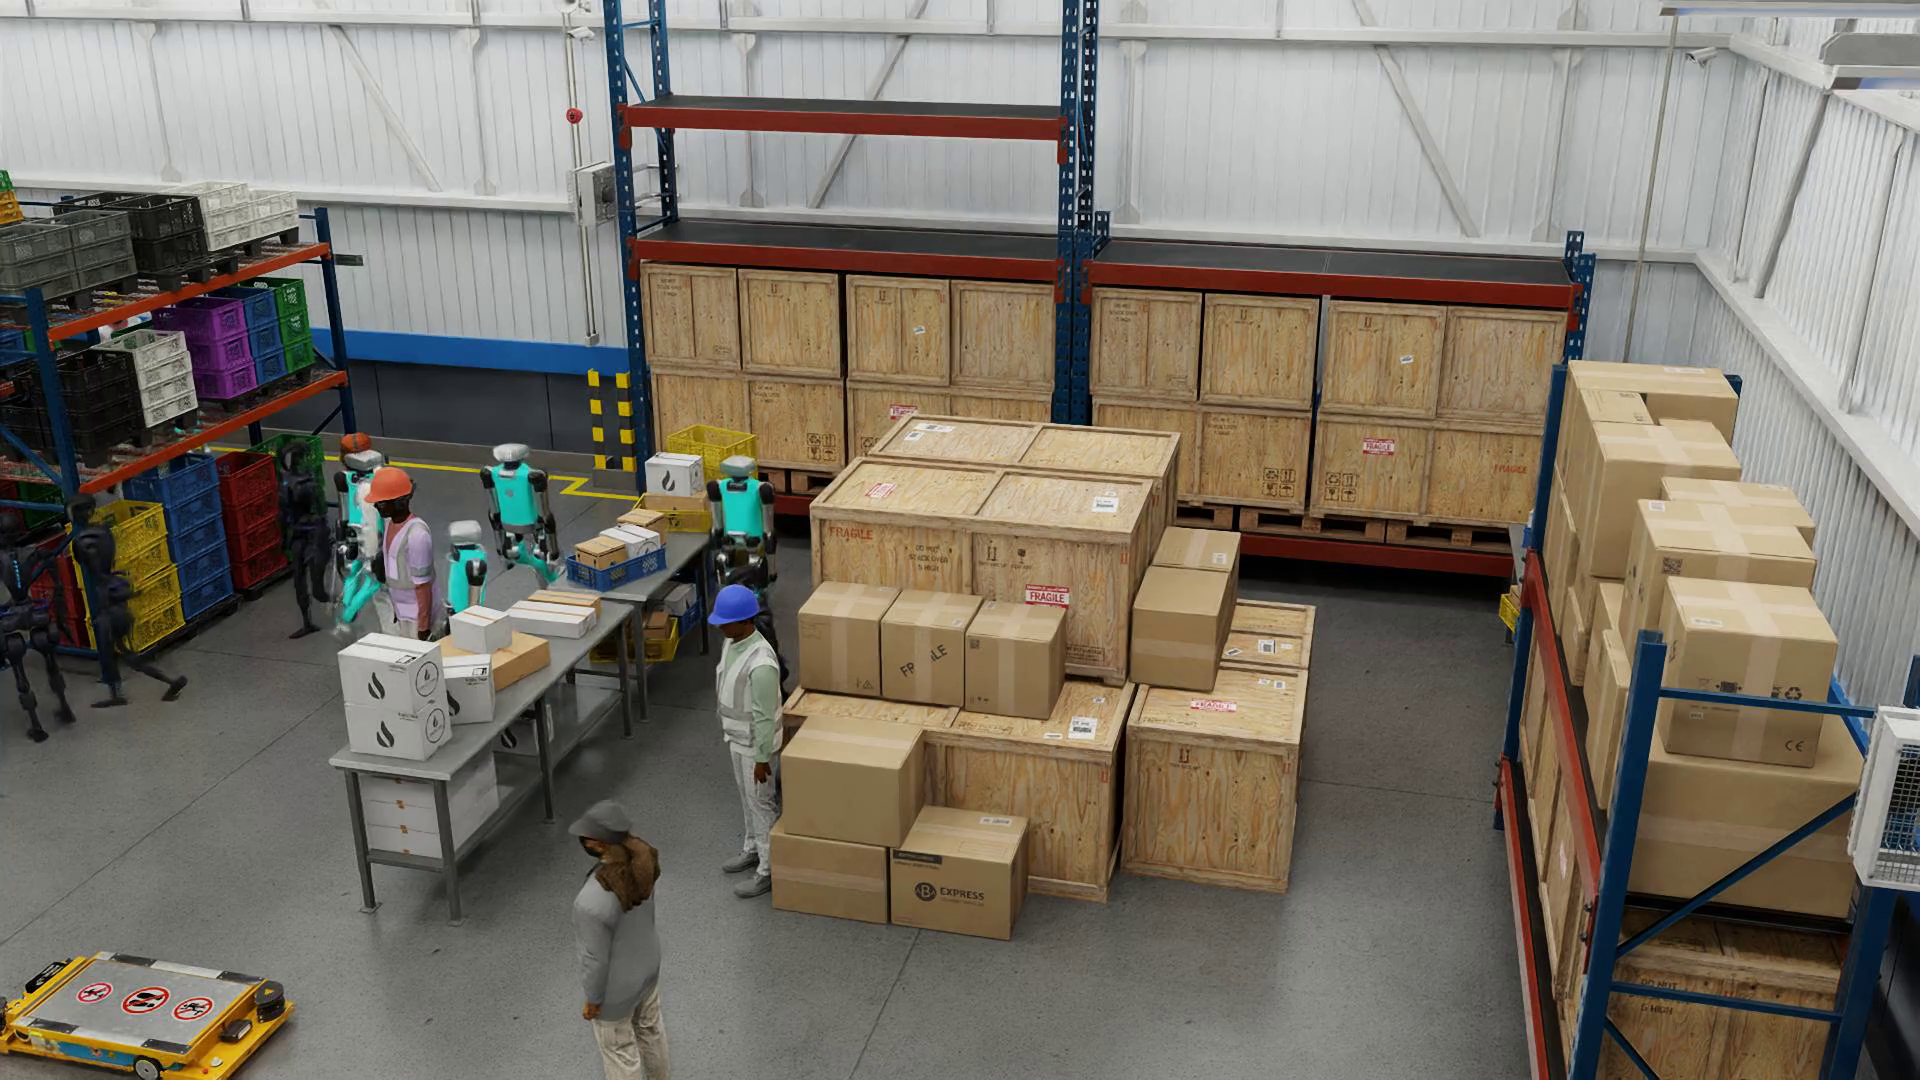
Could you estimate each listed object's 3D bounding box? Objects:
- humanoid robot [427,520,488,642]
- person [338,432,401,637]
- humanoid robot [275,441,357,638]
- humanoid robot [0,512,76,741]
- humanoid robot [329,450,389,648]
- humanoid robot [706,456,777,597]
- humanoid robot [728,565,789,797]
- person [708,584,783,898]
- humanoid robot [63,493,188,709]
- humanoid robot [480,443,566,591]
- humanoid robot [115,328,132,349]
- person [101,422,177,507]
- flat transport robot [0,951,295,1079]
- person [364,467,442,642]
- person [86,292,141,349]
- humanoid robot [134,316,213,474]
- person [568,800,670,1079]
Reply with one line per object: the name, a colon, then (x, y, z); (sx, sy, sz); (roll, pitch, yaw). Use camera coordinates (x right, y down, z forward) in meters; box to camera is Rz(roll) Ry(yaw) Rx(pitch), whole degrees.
humanoid robot: (-3.448, 0.762, 11.003); (0.742, 1.778, 0.535); (-11, 24, -27)
person: (-4.416, 0.085, 12.584); (0.370, 1.874, 0.573); (-4, 21, -12)
humanoid robot: (-5.111, -0.030, 13.158); (0.601, 1.639, 0.578); (15, 26, 34)
humanoid robot: (-6.500, 0.593, 11.517); (0.591, 1.654, 0.363); (-15, 26, -34)
humanoid robot: (-4.493, 0.259, 12.306); (0.544, 1.755, 0.816); (7, 22, 17)
humanoid robot: (-1.658, 0.280, 12.271); (0.553, 1.724, 1.051); (6, 22, 15)
humanoid robot: (-1.296, 0.913, 10.686); (0.339, 1.643, 0.610); (-16, 26, -36)
person: (-1.234, 1.150, 9.704); (0.412, 1.939, 0.602); (-9, 23, -23)
humanoid robot: (-6.044, 0.442, 11.977); (0.670, 1.648, 0.608); (-6, 22, -15)
humanoid robot: (-3.283, 0.004, 13.047); (0.531, 1.768, 0.953); (5, 21, 13)
humanoid robot: (-8.177, -1.291, 16.475); (0.524, 1.651, 0.597); (2, 21, 5)
person: (-7.102, -0.594, 14.450); (0.627, 1.797, 0.808); (-8, 22, -20)
flat transport robot: (-4.270, 2.464, 8.601); (1.431, 0.231, 0.659); (5, 22, 13)
person: (-3.751, 0.472, 11.352); (0.400, 2.035, 0.598); (-15, 26, -35)
person: (-8.717, -1.718, 17.364); (0.403, 1.822, 0.588); (17, 27, 38)
humanoid robot: (-7.635, -1.279, 16.356); (0.667, 1.817, 0.535); (17, 27, 38)
person: (-1.562, 2.001, 7.707); (0.400, 1.768, 0.574); (7, 22, 18)
